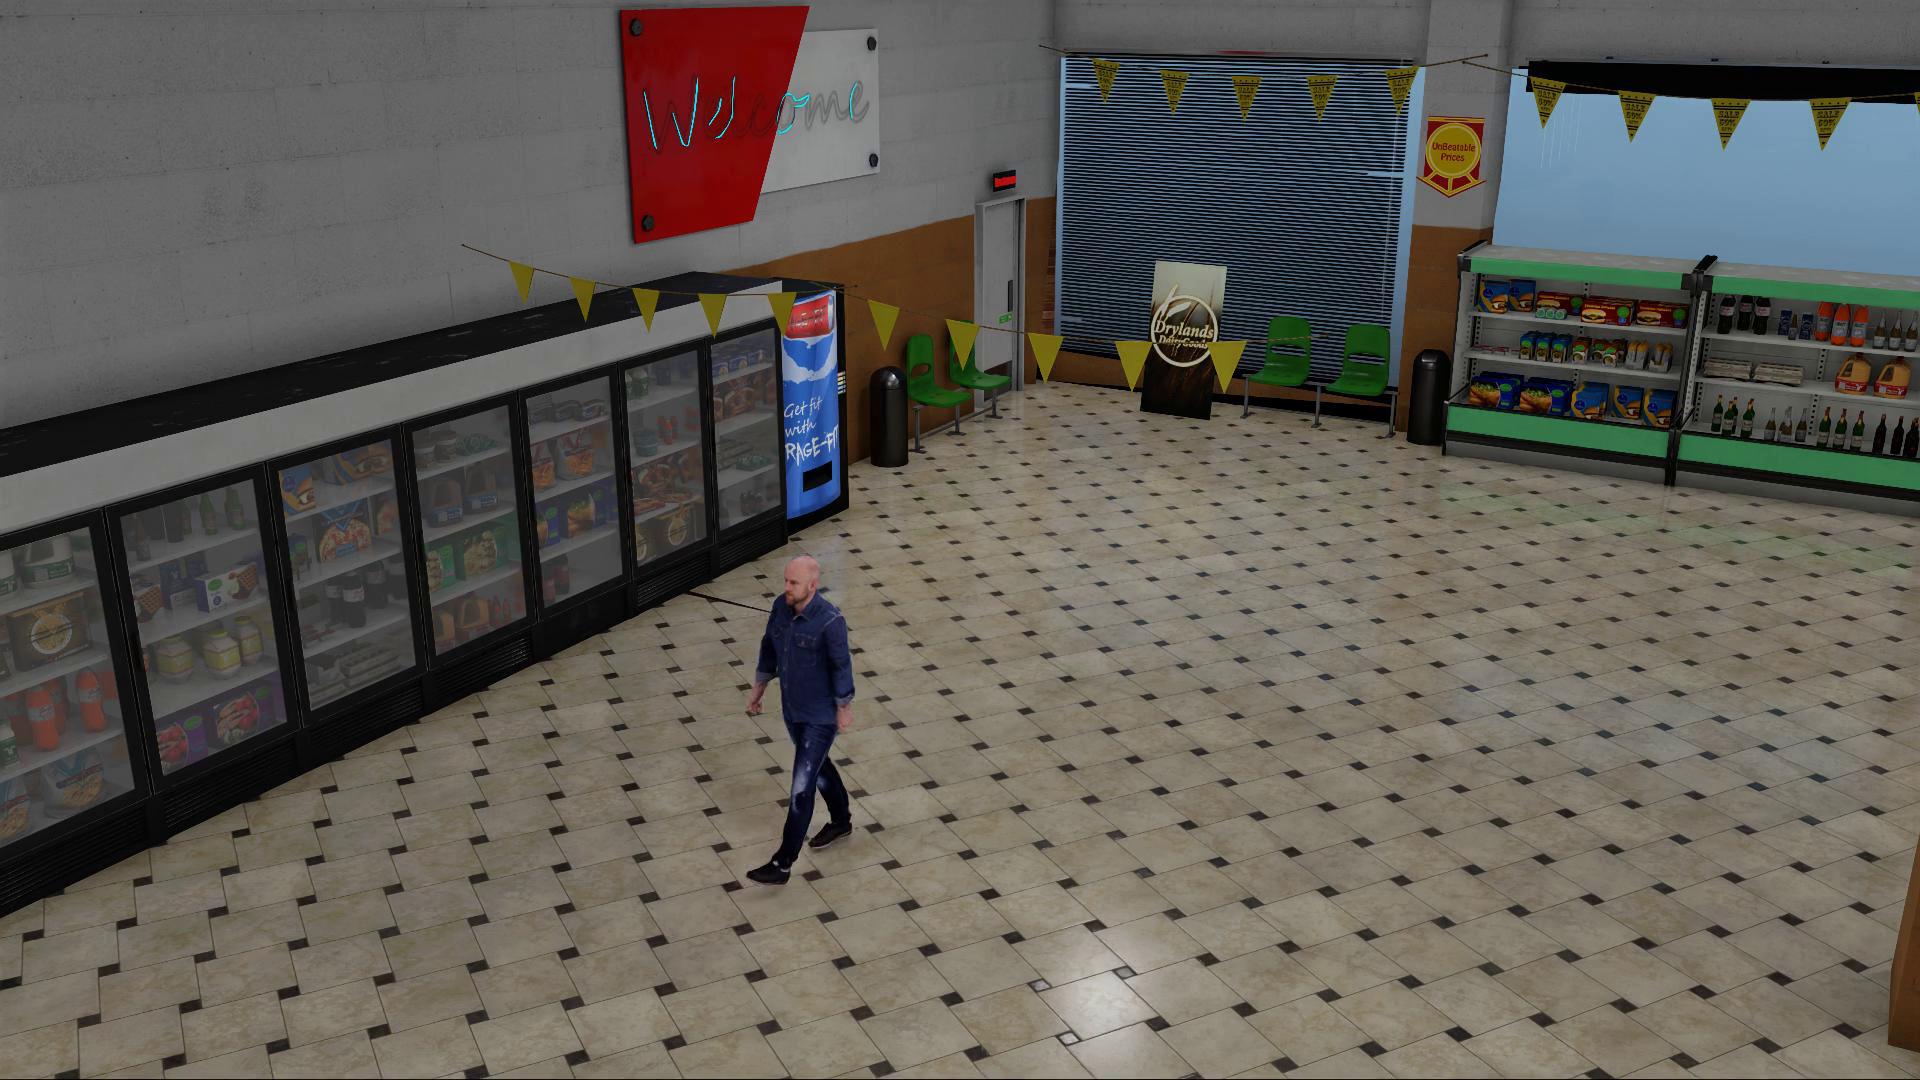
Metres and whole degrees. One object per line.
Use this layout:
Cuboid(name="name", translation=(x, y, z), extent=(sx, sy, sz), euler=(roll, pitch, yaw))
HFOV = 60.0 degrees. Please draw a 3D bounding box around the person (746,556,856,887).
Cuboid(name="person", translation=(-0.756, 0.925, 9.038), extent=(1.010, 1.786, 1.151), euler=(-16, 25, -40))
